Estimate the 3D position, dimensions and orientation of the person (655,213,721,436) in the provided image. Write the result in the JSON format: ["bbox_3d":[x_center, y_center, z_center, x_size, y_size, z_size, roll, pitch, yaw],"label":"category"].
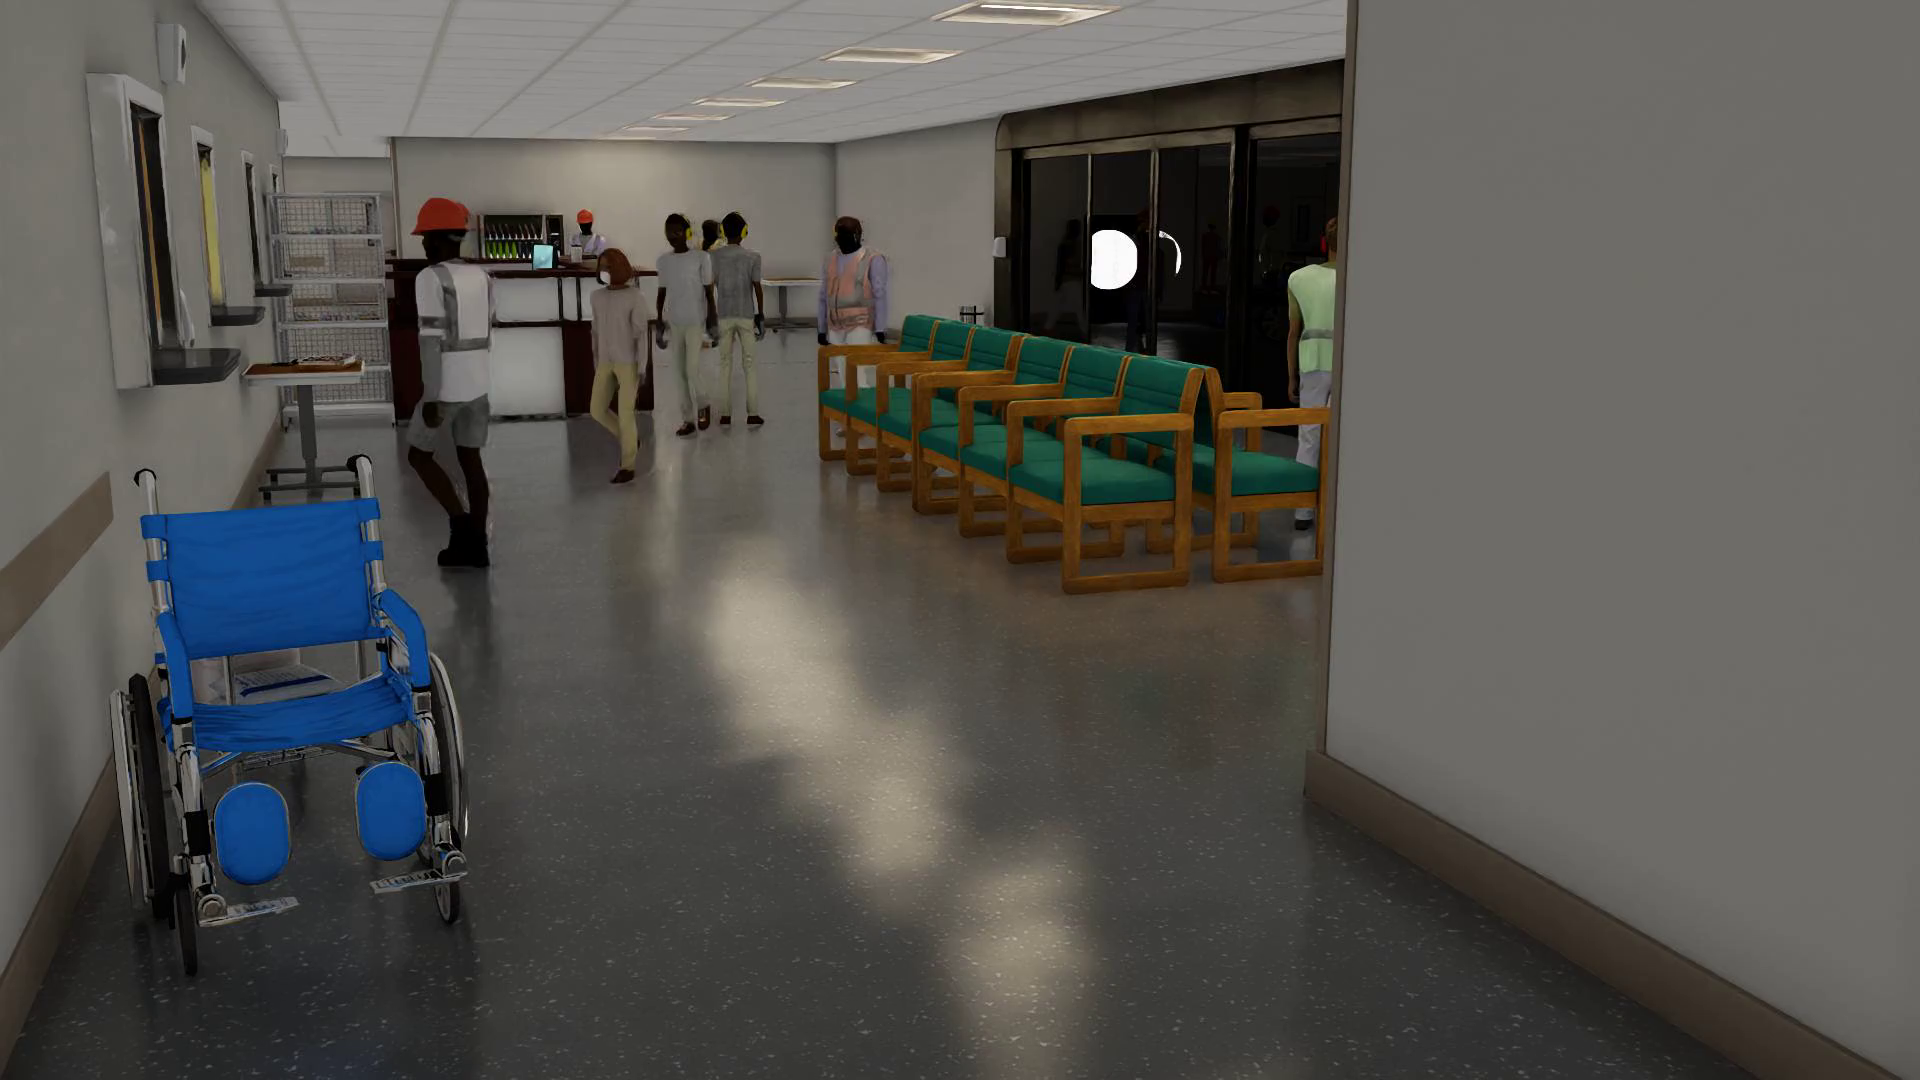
[{"bbox_3d":[-2.293,-1.784,13.868,0.563,1.852,0.397,3,11,16],"label":"person"}]

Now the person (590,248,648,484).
[{"bbox_3d":[-2.336,-1.202,11.503,0.504,1.623,0.410,6,12,26],"label":"person"}]

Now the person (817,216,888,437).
[{"bbox_3d":[-0.928,-1.752,13.776,0.653,1.830,0.521,8,13,35],"label":"person"}]

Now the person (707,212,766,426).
[{"bbox_3d":[-1.961,-1.927,14.575,0.524,1.871,0.325,0,11,-1],"label":"person"}]

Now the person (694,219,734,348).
[{"bbox_3d":[-3.470,-3.609,23.434,0.618,1.798,0.981,8,14,37],"label":"person"}]

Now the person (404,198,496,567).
[{"bbox_3d":[-2.641,-0.797,8.639,0.408,1.921,0.557,5,12,24],"label":"person"}]

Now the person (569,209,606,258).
[{"bbox_3d":[-5.250,-3.687,23.458,0.545,1.929,0.390,2,11,11],"label":"person"}]
